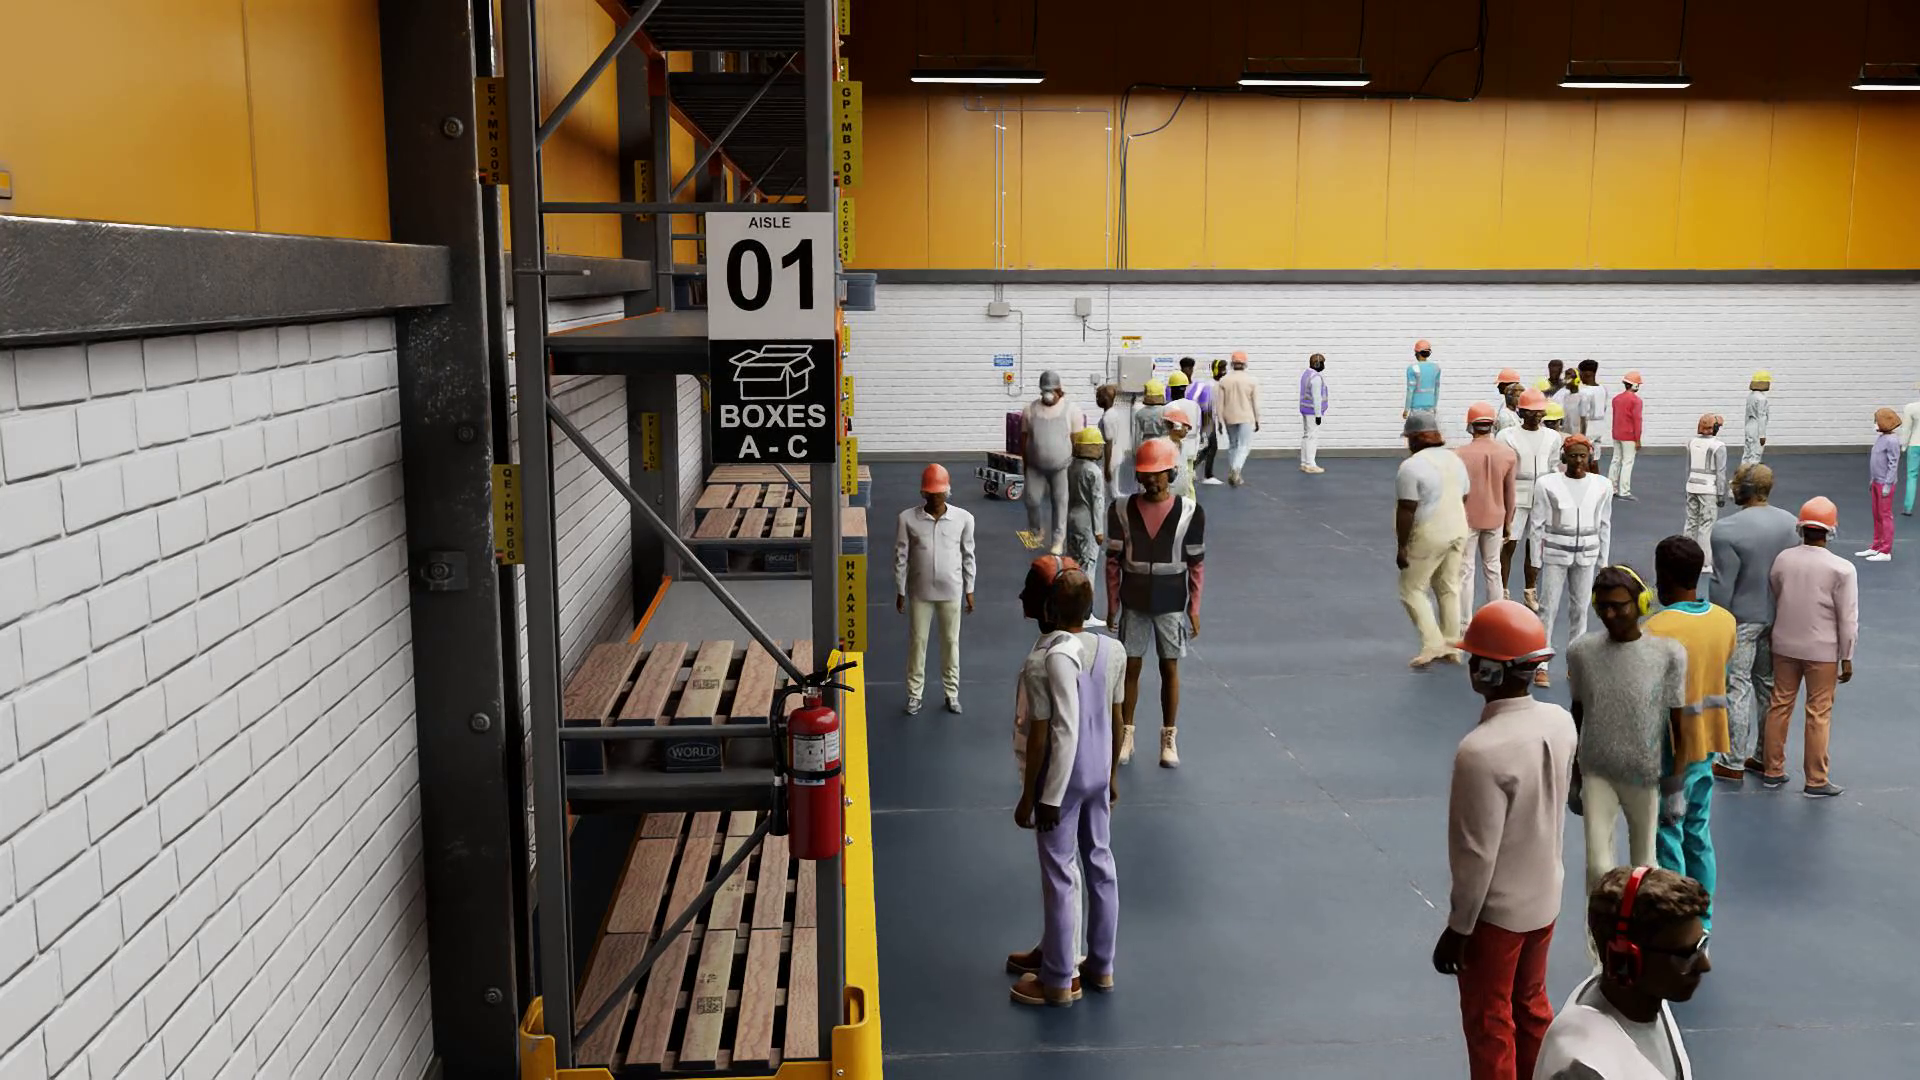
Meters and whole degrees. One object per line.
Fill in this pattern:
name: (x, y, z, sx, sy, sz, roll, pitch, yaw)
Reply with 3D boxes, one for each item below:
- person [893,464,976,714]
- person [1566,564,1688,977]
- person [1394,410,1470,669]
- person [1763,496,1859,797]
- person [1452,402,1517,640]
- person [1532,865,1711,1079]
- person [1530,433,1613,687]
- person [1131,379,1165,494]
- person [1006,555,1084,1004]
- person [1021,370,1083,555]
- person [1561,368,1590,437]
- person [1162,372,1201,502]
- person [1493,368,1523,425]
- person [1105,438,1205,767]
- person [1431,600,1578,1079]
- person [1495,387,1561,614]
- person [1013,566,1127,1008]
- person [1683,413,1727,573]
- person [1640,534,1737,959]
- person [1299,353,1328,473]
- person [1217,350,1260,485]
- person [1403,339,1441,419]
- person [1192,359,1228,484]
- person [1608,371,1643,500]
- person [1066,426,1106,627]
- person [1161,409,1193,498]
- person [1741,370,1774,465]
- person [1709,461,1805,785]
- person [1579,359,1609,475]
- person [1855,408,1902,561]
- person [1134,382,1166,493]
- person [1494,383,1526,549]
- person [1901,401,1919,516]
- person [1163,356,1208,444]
person: (-0.172, 0.340, 11.486, 0.572, 1.747, 0.346, -1, 9, -4)
person: (2.857, 0.994, 7.145, 0.520, 1.837, 0.763, 5, 10, 28)
person: (3.687, -0.032, 12.920, 0.714, 2.000, 0.704, -6, 11, -32)
person: (4.966, 0.619, 9.725, 0.329, 1.752, 0.564, -6, 11, -34)
person: (4.301, -0.152, 13.821, 0.624, 1.990, 0.388, -2, 9, -10)
person: (1.342, 1.564, 3.503, 0.396, 1.847, 0.564, 6, 11, 31)
person: (4.486, 0.154, 12.242, 0.579, 1.882, 0.342, 1, 9, 4)
person: (2.343, -1.152, 20.923, 0.554, 1.719, 0.350, -8, 12, -42)
person: (0.378, 0.991, 6.985, 0.351, 1.884, 0.582, 0, 9, 0)
person: (0.981, -0.846, 18.032, 0.686, 2.000, 0.536, 2, 9, 11)
person: (7.800, -1.259, 21.171, 0.320, 1.870, 0.544, -2, 9, -13)
person: (2.542, -0.994, 19.359, 0.588, 1.920, 0.399, -8, 12, -41)
person: (6.496, -1.077, 19.798, 0.354, 1.939, 0.544, 1, 9, 8)
person: (1.194, 0.391, 10.253, 0.609, 2.044, 0.395, 2, 9, 13)
person: (1.760, 1.180, 5.444, 0.608, 1.996, 0.382, -8, 12, -42)
person: (5.061, -0.340, 14.844, 0.608, 2.044, 0.372, -1, 9, -8)
person: (0.458, 1.019, 6.925, 0.506, 1.847, 0.343, -6, 11, -33)
person: (7.597, -0.475, 16.987, 0.312, 1.634, 0.514, -3, 9, -18)
person: (3.133, 0.933, 7.249, 0.591, 1.916, 0.379, -6, 11, -34)
person: (5.454, -1.954, 25.641, 0.429, 1.835, 0.629, 0, 9, -2)
person: (3.961, -1.732, 23.813, 0.621, 1.974, 0.821, 5, 10, 27)
person: (7.133, -2.080, 25.764, 0.605, 2.045, 0.377, -3, 10, -21)
person: (3.594, -1.718, 24.155, 0.568, 1.836, 0.560, 3, 9, 16)
person: (9.042, -1.411, 22.505, 0.356, 1.744, 0.564, -2, 9, -14)
person: (1.100, -0.118, 14.428, 0.342, 1.736, 0.484, -5, 10, -28)
person: (2.056, -0.423, 16.423, 0.334, 1.713, 0.688, 7, 11, 35)
person: (10.902, -1.447, 22.735, 0.304, 1.743, 0.494, 1, 9, 4)
person: (4.704, 0.495, 9.932, 0.629, 1.938, 0.376, -3, 10, -19)
person: (8.111, -1.361, 21.500, 0.603, 1.964, 0.367, -8, 12, -42)
person: (9.814, -0.592, 17.710, 0.286, 1.633, 0.498, 2, 9, 10)
person: (2.355, -1.045, 20.210, 0.485, 1.744, 0.309, 6, 11, 33)
person: (6.088, -0.822, 18.497, 0.325, 1.841, 0.516, 4, 10, 25)
person: (12.132, -1.169, 20.917, 0.533, 1.767, 0.325, 4, 10, 26)
person: (3.092, -1.555, 22.760, 0.618, 1.950, 0.729, 4, 10, 23)
